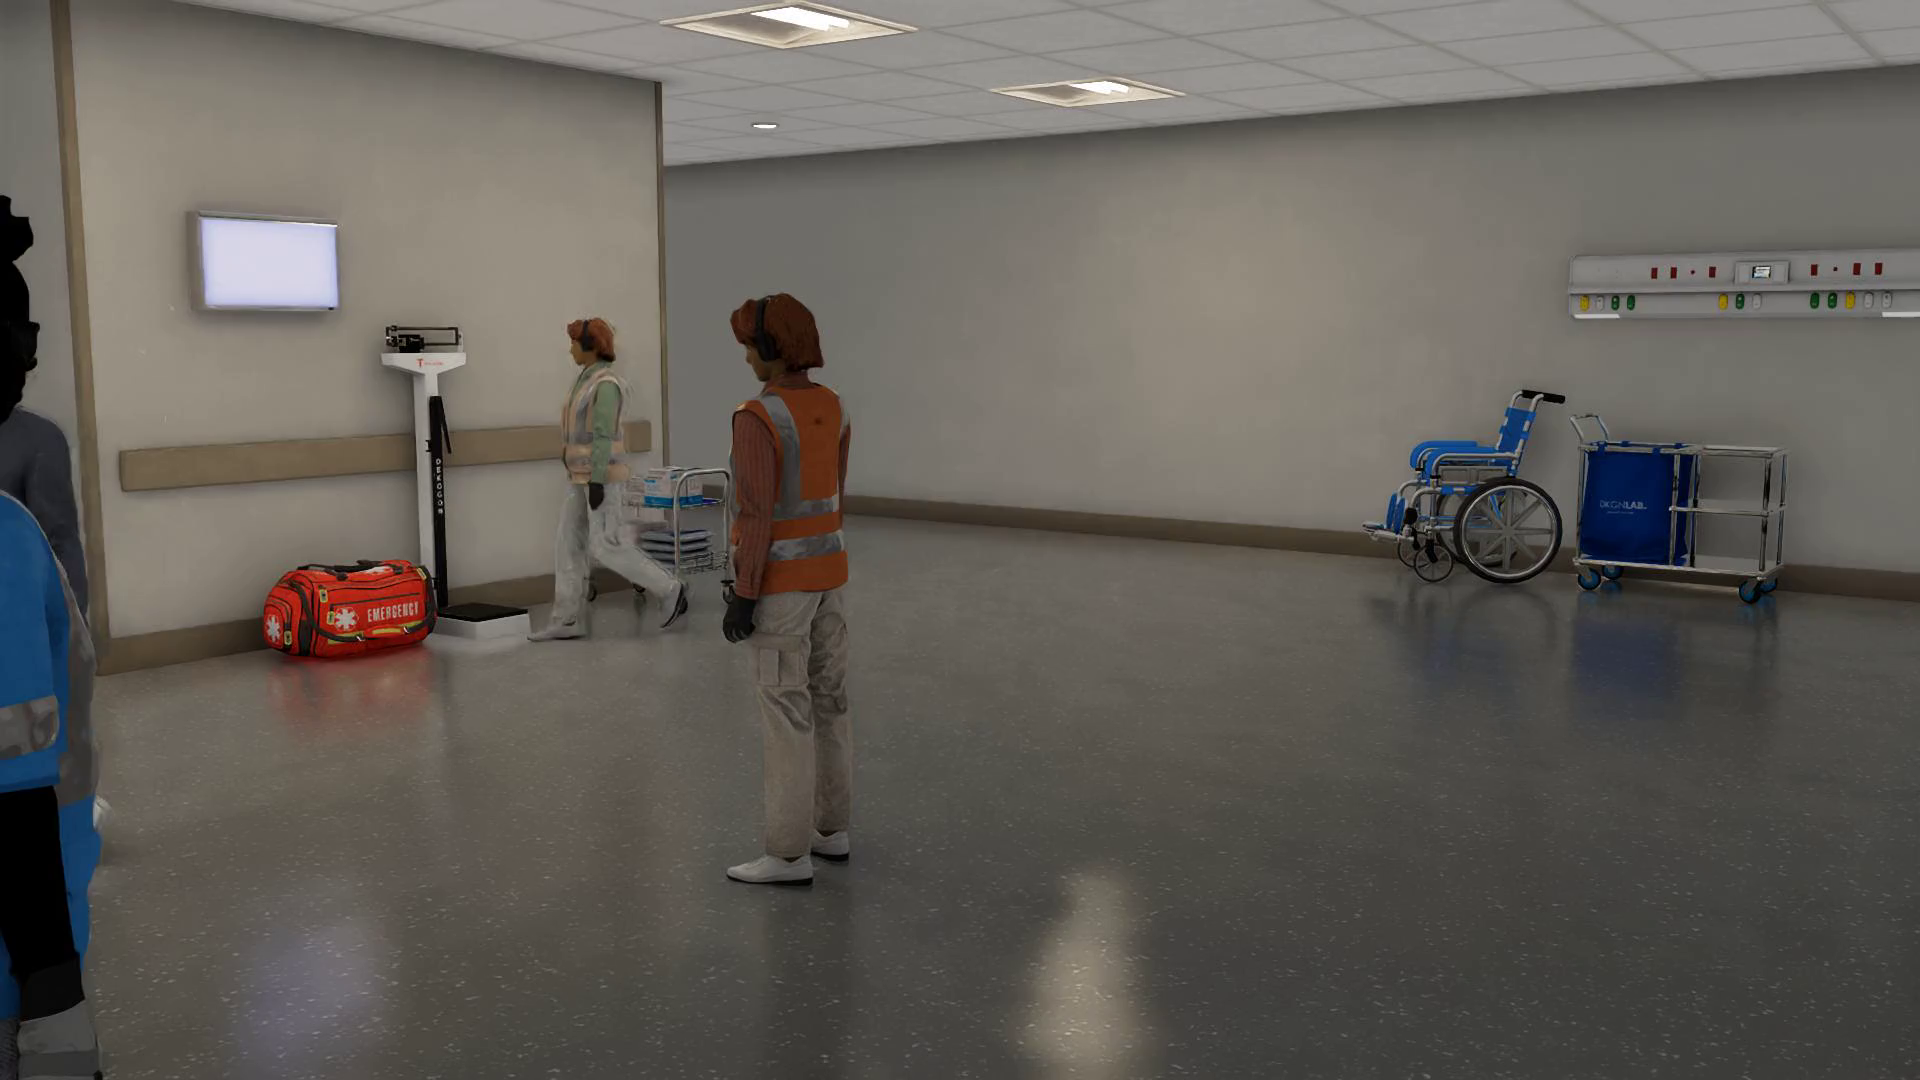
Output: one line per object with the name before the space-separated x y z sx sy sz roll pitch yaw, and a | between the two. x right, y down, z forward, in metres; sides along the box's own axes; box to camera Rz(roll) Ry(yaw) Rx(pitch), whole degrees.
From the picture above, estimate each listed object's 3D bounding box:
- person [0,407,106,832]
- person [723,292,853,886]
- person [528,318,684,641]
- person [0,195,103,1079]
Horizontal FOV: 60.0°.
person | -2.534 0.188 4.393 0.509 1.600 0.796 1 7 8
person | -0.474 0.138 4.641 0.311 1.640 0.514 3 8 25
person | -1.790 -0.302 8.301 0.725 1.603 0.531 -4 8 -32
person | -1.094 0.463 1.792 0.540 1.696 0.317 5 9 36
